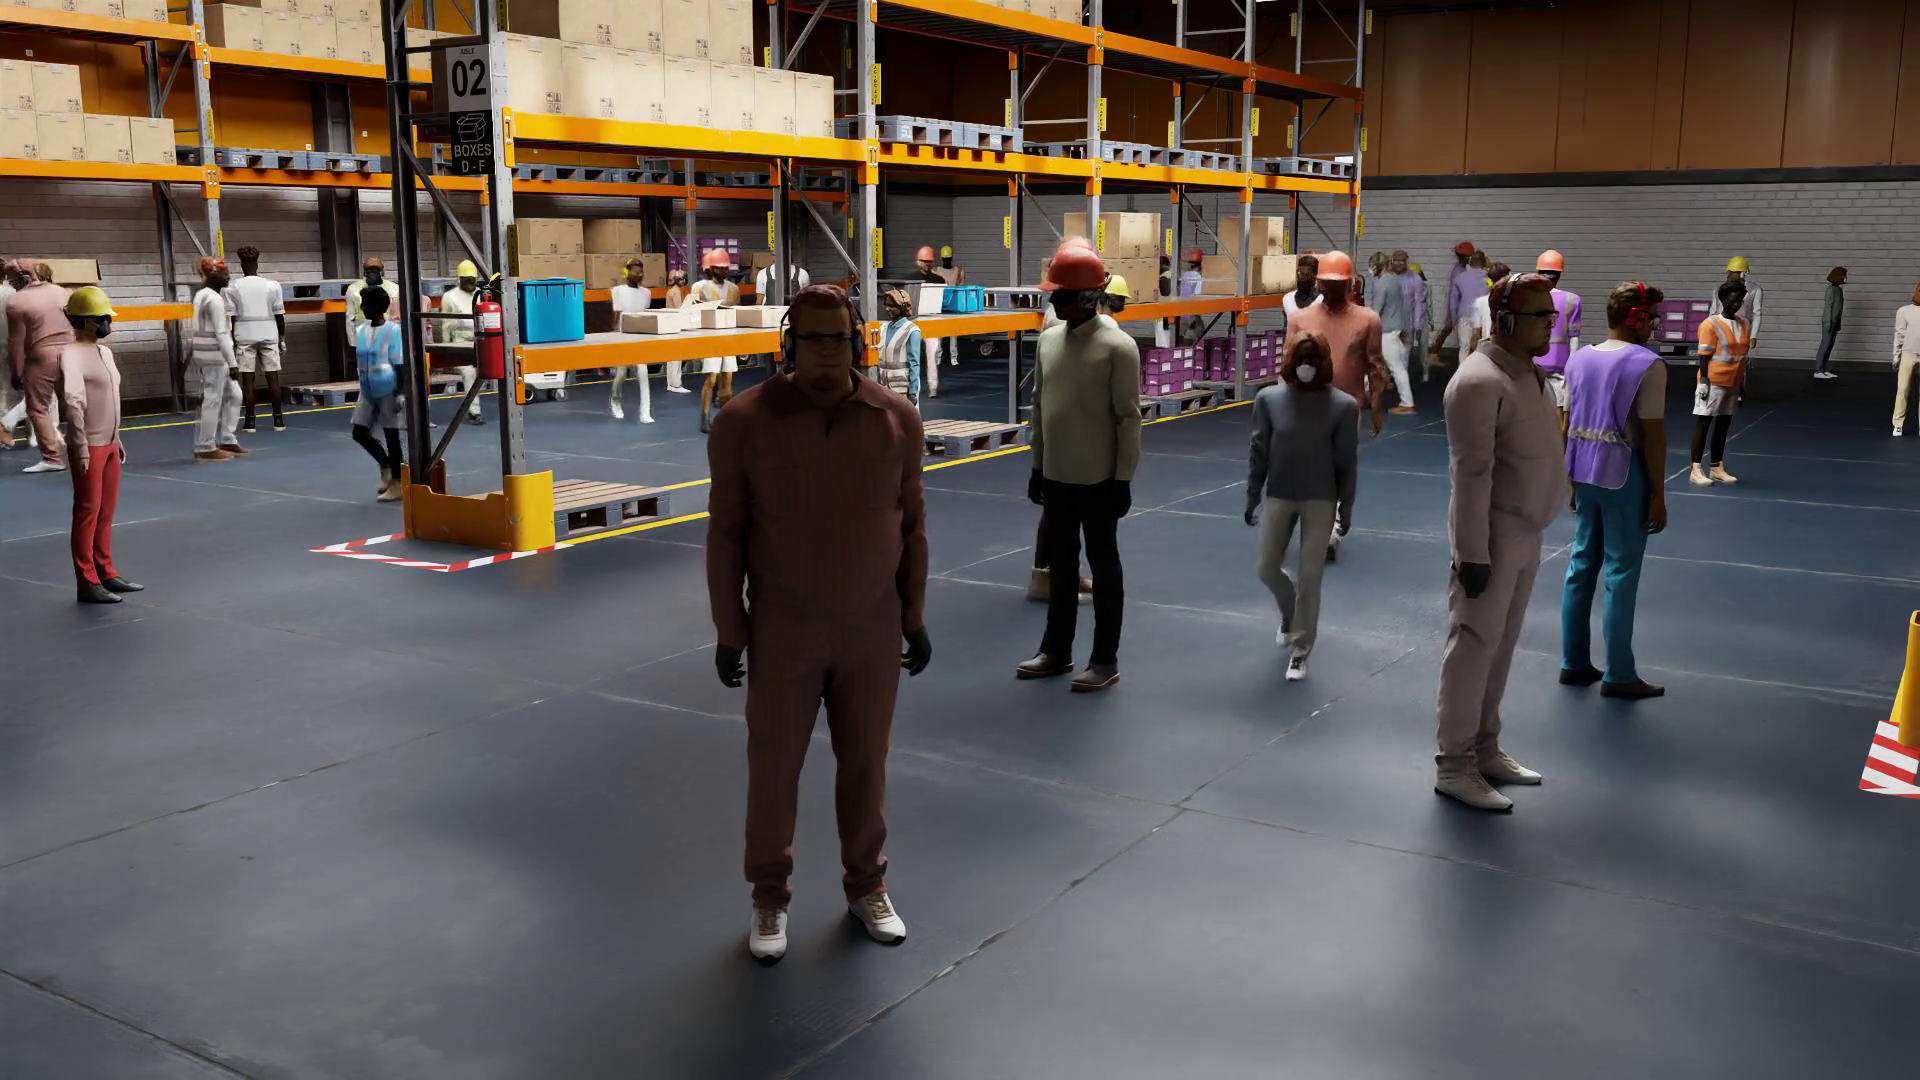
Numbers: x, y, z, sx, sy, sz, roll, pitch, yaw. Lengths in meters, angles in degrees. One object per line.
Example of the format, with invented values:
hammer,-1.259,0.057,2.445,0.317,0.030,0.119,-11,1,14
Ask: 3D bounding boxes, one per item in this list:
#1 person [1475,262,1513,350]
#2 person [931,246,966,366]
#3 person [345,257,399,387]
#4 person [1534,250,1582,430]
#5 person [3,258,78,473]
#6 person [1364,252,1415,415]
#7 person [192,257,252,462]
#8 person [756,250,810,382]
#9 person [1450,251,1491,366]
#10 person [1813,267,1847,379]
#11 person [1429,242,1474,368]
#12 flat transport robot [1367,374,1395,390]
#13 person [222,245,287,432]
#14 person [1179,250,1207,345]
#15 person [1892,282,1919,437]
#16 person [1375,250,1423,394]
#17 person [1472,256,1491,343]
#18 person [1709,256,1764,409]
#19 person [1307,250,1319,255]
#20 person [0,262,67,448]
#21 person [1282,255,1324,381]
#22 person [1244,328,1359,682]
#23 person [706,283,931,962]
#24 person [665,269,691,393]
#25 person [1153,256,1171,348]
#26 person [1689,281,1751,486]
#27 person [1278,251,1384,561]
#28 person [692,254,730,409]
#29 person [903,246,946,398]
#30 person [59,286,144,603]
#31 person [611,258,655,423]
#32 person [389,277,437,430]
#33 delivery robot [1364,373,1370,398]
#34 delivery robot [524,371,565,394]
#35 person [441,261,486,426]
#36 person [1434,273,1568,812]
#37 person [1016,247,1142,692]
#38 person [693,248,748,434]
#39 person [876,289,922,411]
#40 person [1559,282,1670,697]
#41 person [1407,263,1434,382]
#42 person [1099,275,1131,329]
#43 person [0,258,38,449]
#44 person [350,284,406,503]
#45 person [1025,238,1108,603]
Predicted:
person,4.911,-1.627,15.237,0.756,1.830,0.549,-9,13,-40
person,-0.202,-3.772,26.848,0.593,1.925,0.384,-1,10,-3
person,-6.335,-2.149,18.096,0.631,1.840,0.428,-4,11,-23
person,4.914,-1.459,13.998,0.545,1.939,0.374,2,11,13
person,-7.994,-1.539,14.647,0.397,1.874,0.772,5,12,27
person,4.938,-2.419,19.493,0.981,1.873,0.674,6,12,30
person,-6.748,-1.645,15.236,0.647,1.858,0.605,-7,12,-33
person,-2.217,-2.756,20.904,0.687,2.000,0.535,-1,10,-5
person,6.976,-2.980,22.622,0.649,1.874,1.053,5,11,24
person,12.793,-3.182,24.406,0.288,1.627,0.502,10,14,43
person,7.872,-3.670,26.142,1.031,1.987,0.673,3,11,17
flat transport robot,5.219,-2.069,22.001,0.652,0.197,1.431,6,12,31
person,-7.433,-2.117,17.562,0.606,1.967,0.367,-6,12,-29
person,3.385,-3.299,24.381,1.025,1.882,0.550,-8,13,-38
person,9.869,-1.862,17.105,0.492,1.625,0.282,5,12,27
person,5.799,-2.886,22.095,0.655,1.908,0.651,3,11,19
person,8.269,-3.630,26.509,0.406,1.786,0.749,3,11,18
person,9.289,-2.484,19.984,0.591,1.829,0.404,10,14,42
person,5.414,-3.553,25.864,0.344,1.865,0.669,-8,13,-39
person,-8.930,-1.747,15.950,0.665,1.818,0.629,-7,12,-33
person,3.170,-1.585,14.829,0.649,1.901,0.605,-9,14,-41
person,1.598,-0.180,7.760,0.522,1.617,0.503,5,11,24
person,-0.382,0.234,4.712,0.651,1.904,0.403,-4,11,-19
person,-3.765,-2.771,22.103,0.311,1.636,0.522,-4,11,-21
person,2.868,-3.078,23.389,0.432,1.805,0.812,1,10,4
person,6.301,-1.295,13.760,0.536,1.695,0.322,-5,11,-25
person,2.339,-0.851,10.605,0.654,1.937,1.032,4,11,22
person,-2.998,-2.575,20.351,0.551,1.885,1.009,0,10,-1
person,-0.479,-2.836,21.636,0.604,1.951,1.040,-2,10,-10
person,-4.839,-0.535,9.359,0.324,1.767,0.533,-1,10,-5
person,-3.703,-2.242,18.650,0.525,1.838,0.933,-6,12,-31
person,-5.851,-2.062,17.816,0.327,1.769,0.525,7,13,35
delivery robot,4.653,-1.831,19.635,0.477,0.478,0.707,4,11,22
delivery robot,-5.291,-2.027,20.720,0.707,0.478,0.477,-8,13,-39
person,-5.370,-2.177,18.360,0.596,1.794,0.811,-8,13,-38
person,1.970,0.000,6.006,0.401,1.906,0.651,7,13,35
person,0.536,-0.314,7.512,0.392,1.990,0.612,-9,14,-41
person,-2.514,-2.081,17.448,0.547,1.939,0.369,-9,14,-41
person,-0.482,-1.187,13.345,0.313,1.633,0.511,-7,13,-35
person,2.901,-0.221,7.417,0.388,1.837,0.564,-4,11,-23
person,6.567,-3.136,23.983,0.547,1.690,0.728,0,10,0
person,1.157,-1.178,12.956,0.343,1.757,0.535,-1,10,-5
person,-9.272,-1.813,16.145,0.519,1.874,0.326,-10,14,-43
person,-4.476,-1.128,12.866,0.537,1.689,0.360,4,11,23
person,0.612,-0.647,9.304,0.548,2.037,0.635,1,10,7
